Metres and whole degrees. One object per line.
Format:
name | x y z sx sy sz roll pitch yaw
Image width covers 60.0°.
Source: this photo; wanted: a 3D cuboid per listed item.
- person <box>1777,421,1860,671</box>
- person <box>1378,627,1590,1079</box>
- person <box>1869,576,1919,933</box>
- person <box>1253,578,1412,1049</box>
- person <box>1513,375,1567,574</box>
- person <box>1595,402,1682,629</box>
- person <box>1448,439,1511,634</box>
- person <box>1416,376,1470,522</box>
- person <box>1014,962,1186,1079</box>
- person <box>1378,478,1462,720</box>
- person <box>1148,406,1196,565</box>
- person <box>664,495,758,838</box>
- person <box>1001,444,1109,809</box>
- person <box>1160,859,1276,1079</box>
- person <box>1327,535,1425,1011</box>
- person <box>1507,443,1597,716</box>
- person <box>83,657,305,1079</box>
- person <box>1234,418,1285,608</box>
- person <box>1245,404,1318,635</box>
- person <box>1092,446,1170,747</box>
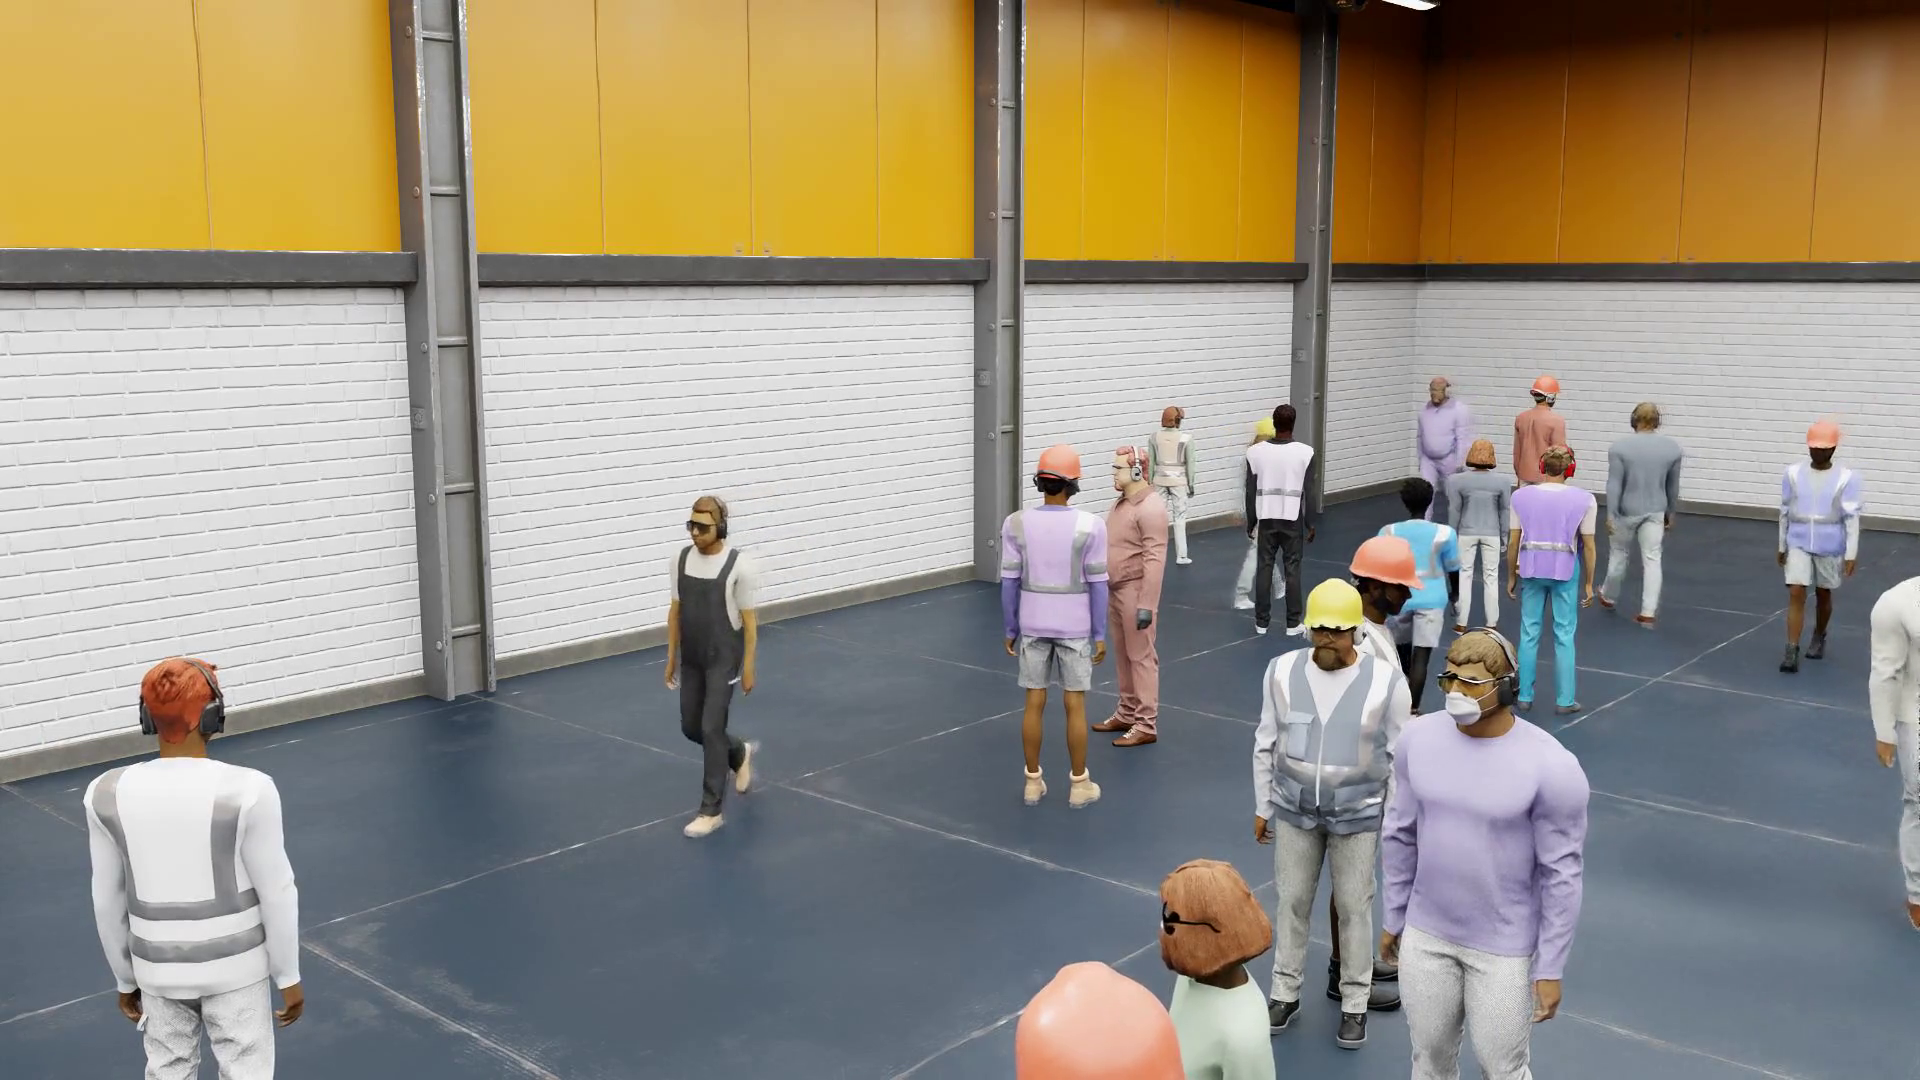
person | 6.503 0.037 12.629 0.566 1.882 1.017 6 11 35
person | 1.549 1.214 5.052 0.364 1.939 0.636 -9 12 -43
person | 4.424 0.844 7.492 0.675 1.904 0.521 2 9 14
person | 1.422 1.047 6.444 0.601 1.828 0.404 4 10 24
person | 5.738 -0.627 16.437 0.376 1.995 0.612 -5 11 -31
person | 5.825 -0.235 14.301 0.659 1.884 1.012 0 9 2
person | 4.287 -0.021 13.761 0.498 1.634 0.280 2 9 13
person | 5.424 -0.911 18.624 0.647 1.875 0.862 8 12 42
person | 0.205 1.593 2.370 0.605 2.036 0.393 -5 10 -28
person | 3.027 0.410 10.981 0.540 1.645 0.895 5 10 29
person | 2.169 -0.556 17.117 0.515 1.636 0.315 5 10 27
person | -1.317 0.640 9.025 0.528 1.824 0.706 4 10 25
person | 0.536 0.482 9.322 0.609 2.044 0.393 3 10 18
person | 0.593 1.542 3.953 0.286 1.632 0.500 -1 9 -8
person | 1.687 0.935 6.824 0.363 1.933 0.543 3 9 17
person | 3.994 0.271 11.268 0.568 1.843 0.374 5 10 29
person | -2.218 1.268 4.887 0.575 1.884 0.355 0 9 0
person | 2.769 -0.244 14.990 0.913 1.694 0.489 -6 11 -34
person | 2.654 -0.163 13.768 0.592 1.919 0.389 3 10 20
person | 1.076 0.349 10.589 0.409 1.907 0.651 -2 9 -15
